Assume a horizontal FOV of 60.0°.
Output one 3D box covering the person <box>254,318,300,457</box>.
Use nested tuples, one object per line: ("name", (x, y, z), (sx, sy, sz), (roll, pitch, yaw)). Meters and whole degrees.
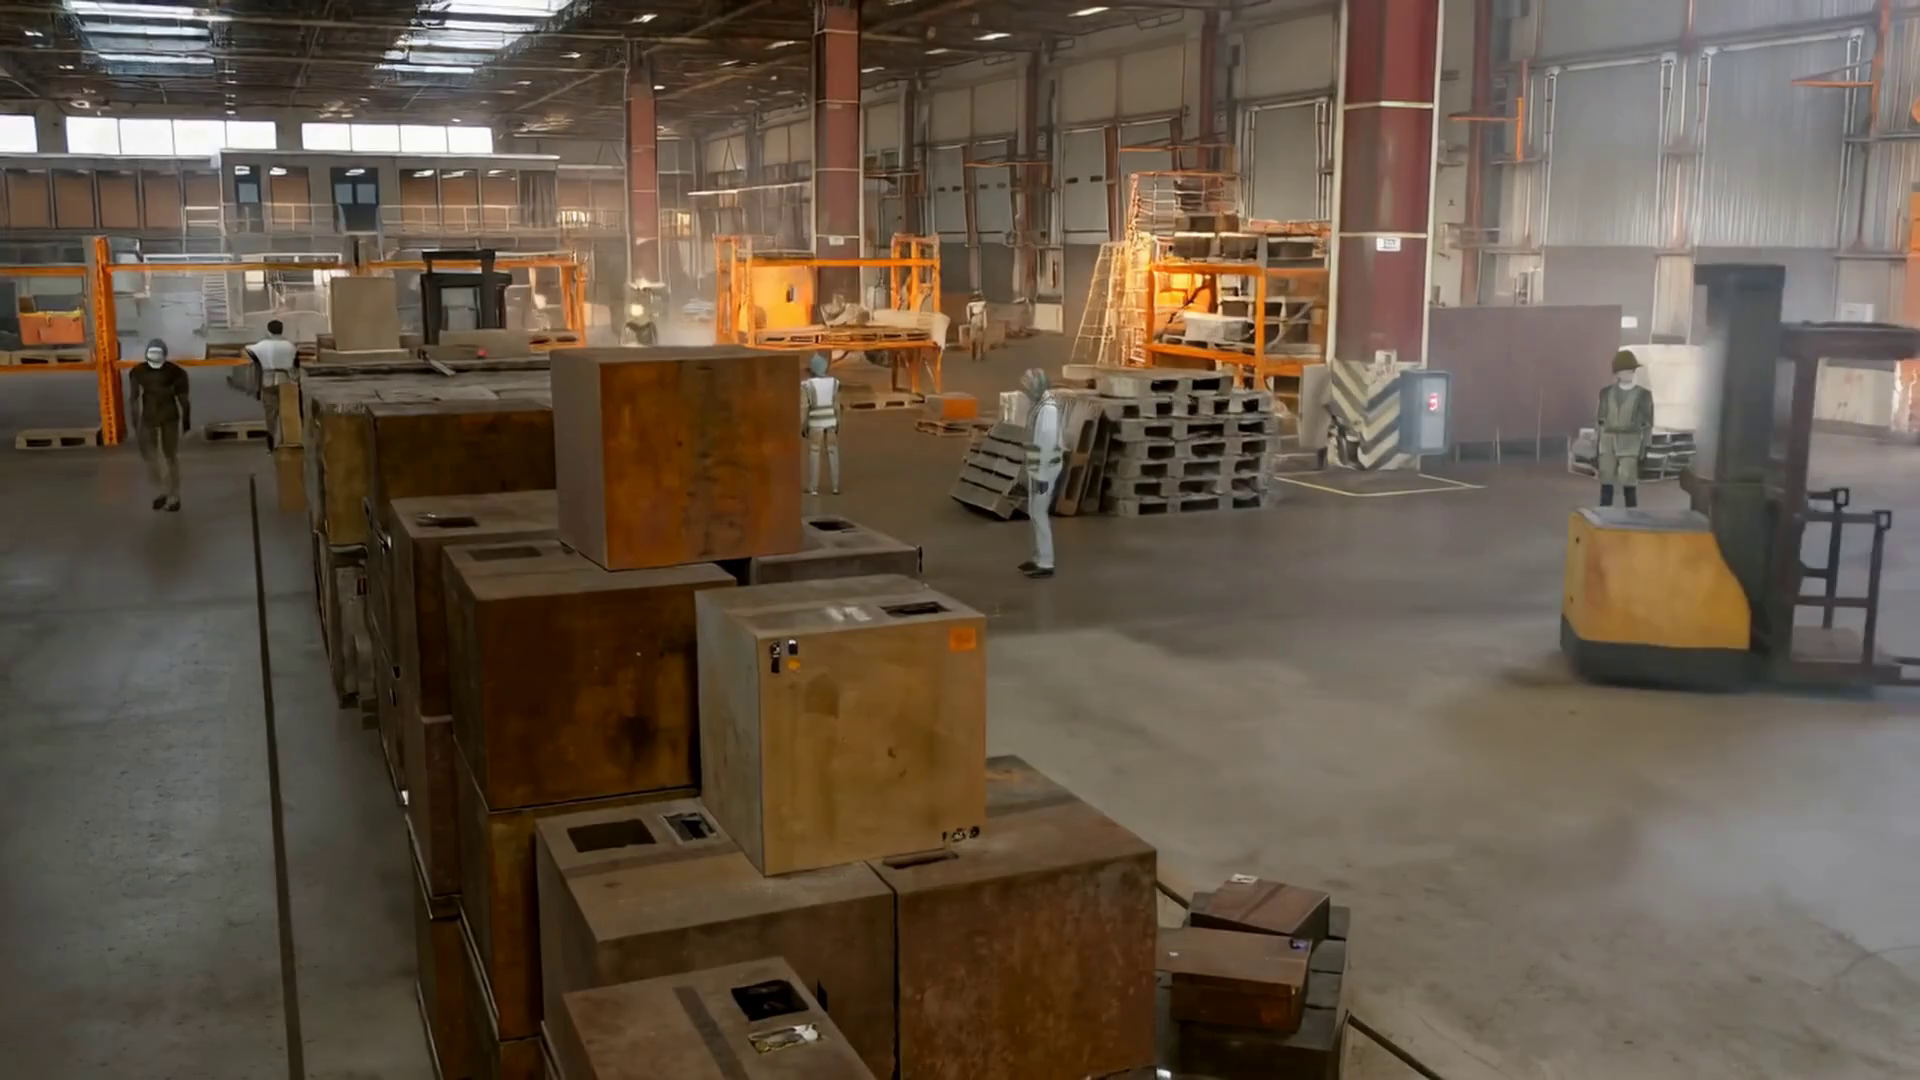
("person", (-9.382, -2.089, 22.907), (0.599, 1.907, 0.391), (-5, 12, -27))

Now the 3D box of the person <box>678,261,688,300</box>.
("person", (-13.555, -12.703, 81.249), (0.732, 1.949, 0.648), (7, 12, 33))

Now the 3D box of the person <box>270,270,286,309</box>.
("person", (-23.012, -8.147, 56.210), (0.389, 1.929, 0.547), (9, 14, 42))

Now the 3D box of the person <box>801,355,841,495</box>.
("person", (-1.623, -1.338, 19.484), (0.512, 1.641, 0.307), (-6, 12, -30))

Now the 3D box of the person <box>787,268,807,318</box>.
("person", (-6.123, -9.337, 62.954), (1.024, 1.867, 0.594), (8, 13, 38))

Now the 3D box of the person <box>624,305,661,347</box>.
("person", (-5.555, -3.170, 28.996), (0.613, 1.865, 0.967), (-10, 14, -43))

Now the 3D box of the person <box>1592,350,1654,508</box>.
("person", (6.344, -0.853, 15.985), (0.354, 1.939, 0.544), (-10, 14, -44))

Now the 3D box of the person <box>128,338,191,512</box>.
("person", (-8.743, -1.246, 18.195), (0.650, 1.918, 0.453), (-1, 10, -6))

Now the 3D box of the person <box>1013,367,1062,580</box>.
("person", (0.696, -0.588, 14.718), (0.385, 1.884, 0.605), (-3, 11, -15))

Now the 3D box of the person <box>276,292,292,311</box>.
("person", (-14.446, -4.387, 35.697), (0.329, 1.861, 0.504), (1, 10, 8))

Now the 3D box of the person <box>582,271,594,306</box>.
("person", (-13.733, -9.016, 61.394), (0.647, 1.792, 0.905), (9, 13, 39))

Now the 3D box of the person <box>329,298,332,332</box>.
("person", (-12.146, -3.909, 32.881), (0.665, 1.916, 0.561), (5, 12, 28))

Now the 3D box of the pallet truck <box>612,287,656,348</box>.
("pallet truck", (-6.464, -4.406, 35.401), (0.823, 1.965, 1.885), (6, 12, 32))

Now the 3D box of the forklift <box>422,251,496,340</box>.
("forklift", (-6.808, -2.563, 22.810), (1.129, 2.768, 1.873), (-4, 11, -23))

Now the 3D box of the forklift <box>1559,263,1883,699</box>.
("forklift", (5.168, -0.462, 11.233), (1.873, 2.768, 1.129), (3, 11, 14))

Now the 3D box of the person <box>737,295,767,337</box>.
("person", (-4.503, -4.404, 35.917), (0.622, 1.815, 0.814), (2, 10, 10))

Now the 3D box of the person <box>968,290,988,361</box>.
("person", (0.439, -5.289, 40.971), (0.489, 1.743, 0.323), (0, 10, 2))

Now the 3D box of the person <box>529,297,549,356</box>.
("person", (-9.667, -4.750, 38.191), (0.558, 1.680, 0.345), (5, 11, 24))
